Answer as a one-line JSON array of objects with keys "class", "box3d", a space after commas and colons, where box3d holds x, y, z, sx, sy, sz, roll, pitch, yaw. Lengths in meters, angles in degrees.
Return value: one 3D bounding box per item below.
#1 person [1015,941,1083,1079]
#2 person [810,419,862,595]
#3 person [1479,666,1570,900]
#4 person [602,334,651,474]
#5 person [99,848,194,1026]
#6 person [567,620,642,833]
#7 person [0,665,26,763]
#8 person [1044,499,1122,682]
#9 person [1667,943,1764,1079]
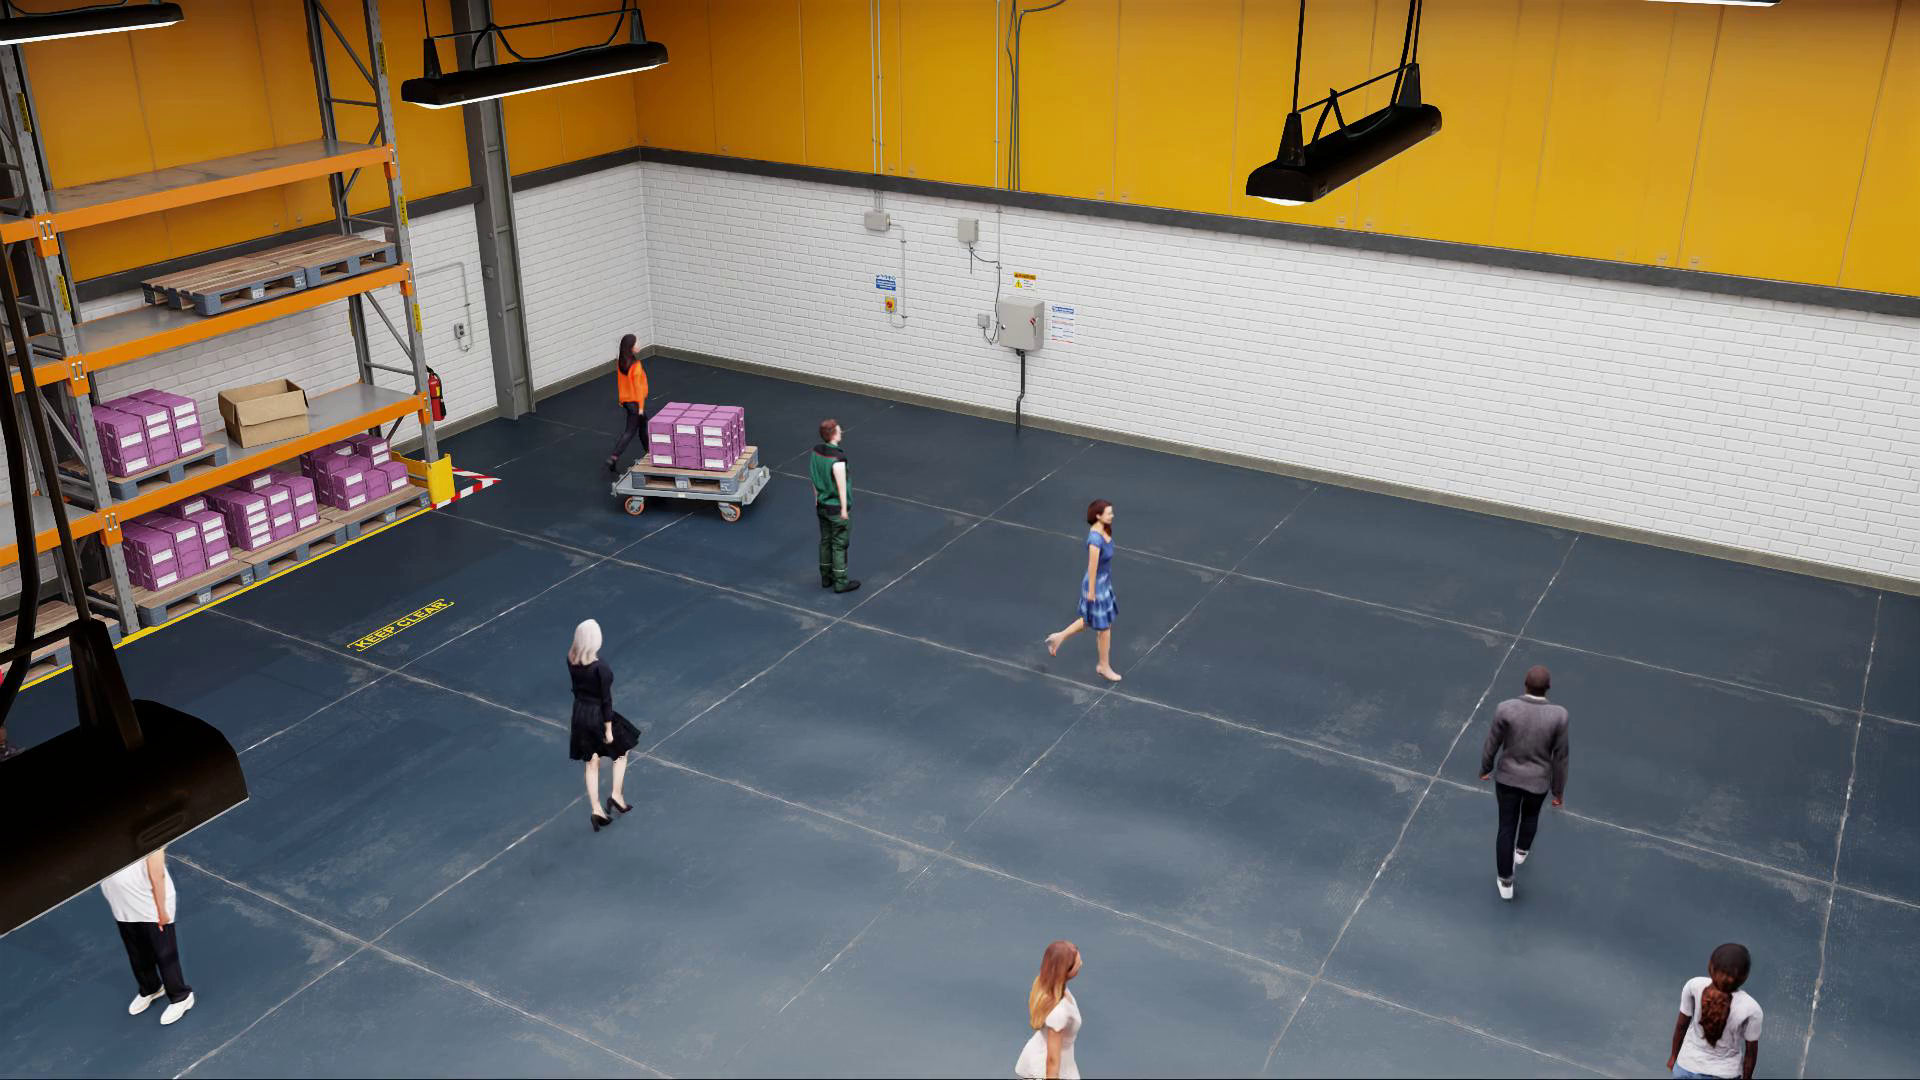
[{"class": "person", "box3d": [0.444, 2.997, 9.430, 1.041, 1.667, 1.017, -4, 24, -9]}, {"class": "person", "box3d": [-1.289, -0.362, 16.897, 0.684, 1.842, 0.705, -20, 31, -38]}, {"class": "person", "box3d": [4.065, 1.793, 12.028, 0.881, 1.791, 1.054, 7, 25, 17]}, {"class": "person", "box3d": [-3.979, -1.590, 19.871, 1.183, 1.709, 0.896, -18, 30, -36]}, {"class": "person", "box3d": [-5.355, 2.371, 10.839, 0.640, 1.685, 0.593, 12, 27, 26]}, {"class": "person", "box3d": [-2.868, 1.472, 12.836, 0.601, 1.734, 0.689, 14, 27, 29]}, {"class": "person", "box3d": [-8.142, 1.277, 13.852, 0.489, 1.276, 0.550, 14, 27, 29]}, {"class": "person", "box3d": [1.173, 0.461, 15.084, 0.953, 1.786, 1.009, 3, 24, 6]}, {"class": "person", "box3d": [4.209, 2.999, 9.359, 0.609, 1.720, 0.543, 17, 29, 33]}]
